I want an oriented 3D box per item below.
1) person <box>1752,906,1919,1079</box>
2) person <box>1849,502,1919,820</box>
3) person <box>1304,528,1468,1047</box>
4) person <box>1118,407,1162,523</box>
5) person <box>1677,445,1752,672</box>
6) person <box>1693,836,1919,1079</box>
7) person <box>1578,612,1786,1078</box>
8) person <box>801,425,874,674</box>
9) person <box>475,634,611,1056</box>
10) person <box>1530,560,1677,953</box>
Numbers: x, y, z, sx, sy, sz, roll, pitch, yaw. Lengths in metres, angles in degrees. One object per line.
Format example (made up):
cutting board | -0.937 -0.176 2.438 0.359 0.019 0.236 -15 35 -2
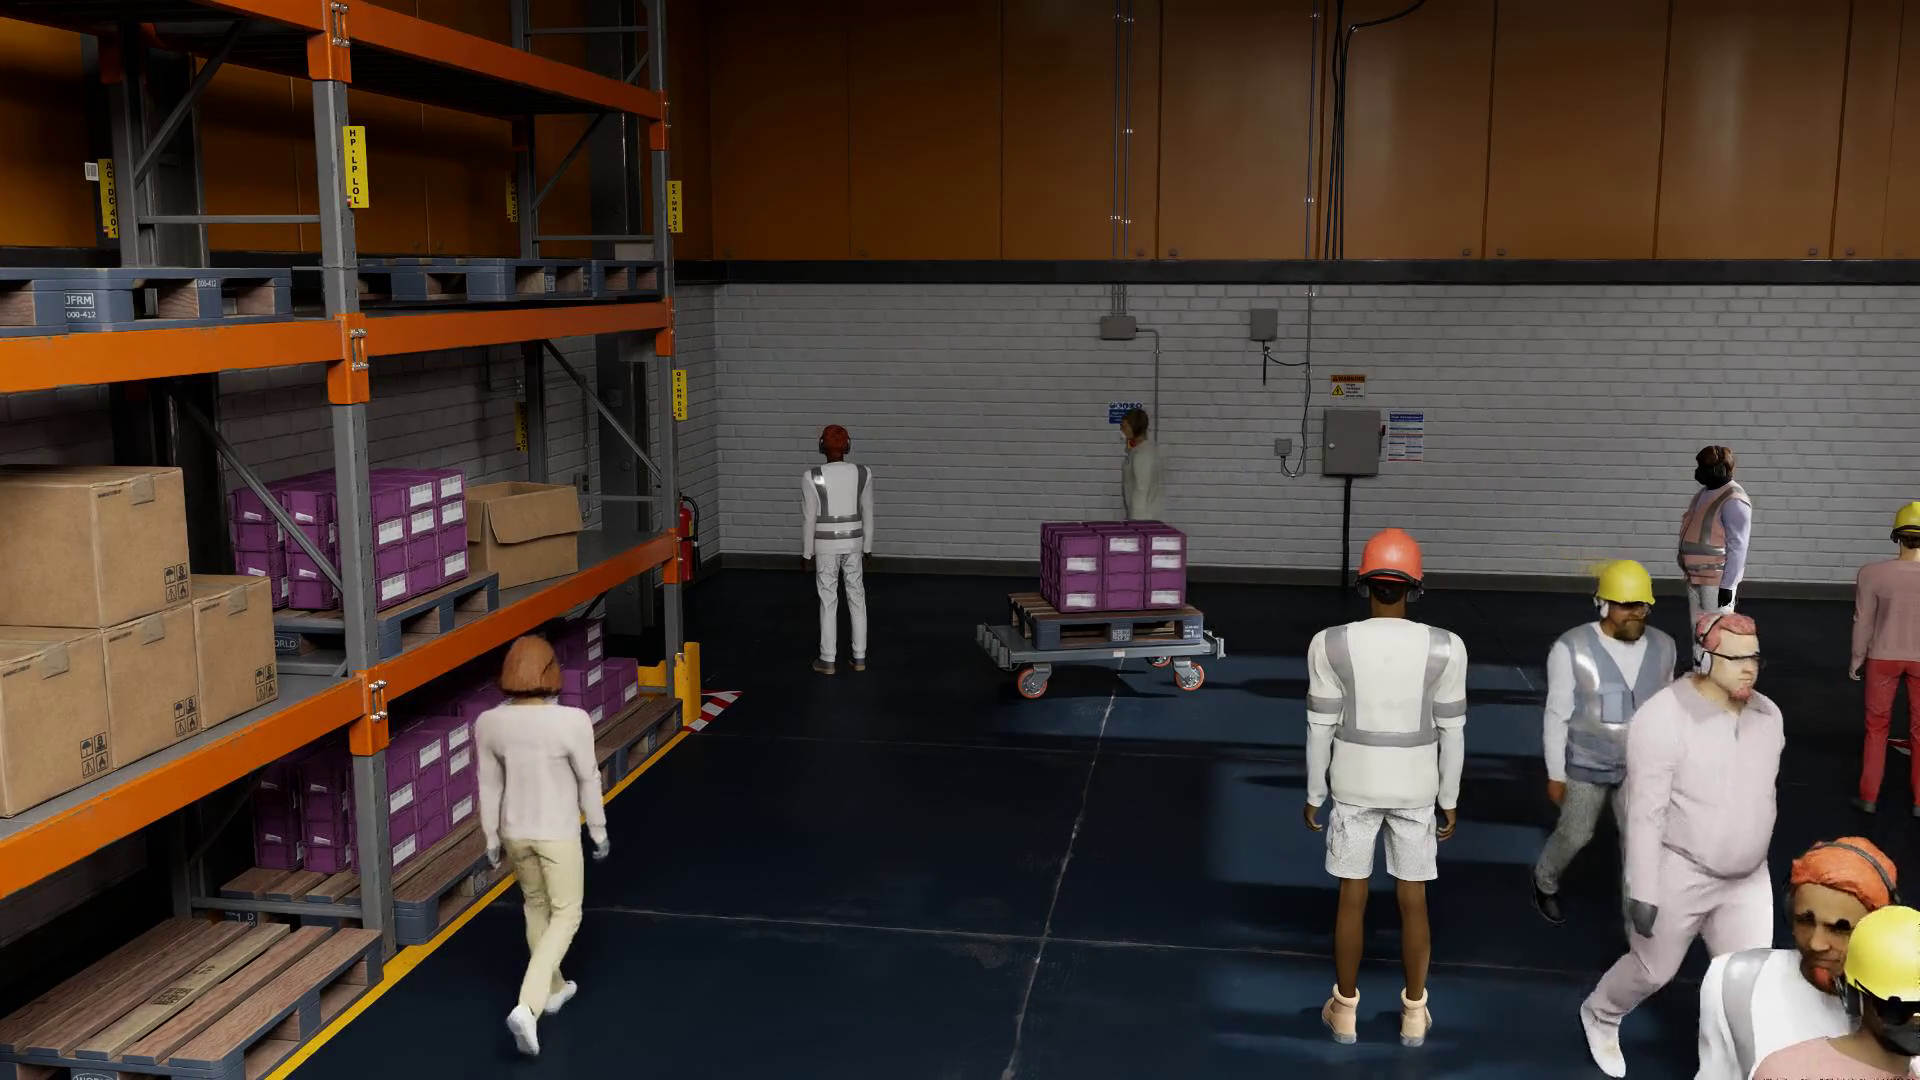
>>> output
person | 1.885 1.601 3.465 0.528 1.767 0.329 0 9 0
person | 5.216 0.670 9.211 0.524 1.769 0.314 4 10 22
person | 1.650 0.969 6.511 0.605 2.045 0.376 2 9 9
person | 1.436 -0.129 13.654 0.471 1.921 0.664 1 9 5
person | 5.177 0.263 11.489 0.429 1.841 0.633 0 9 2
person | 1.888 1.527 3.629 0.584 1.870 0.522 7 12 38
person | 2.601 1.156 5.907 0.644 1.876 0.936 -2 9 -13
person | -0.923 0.071 12.542 0.573 1.883 0.353 -4 10 -23
person | -1.674 1.174 6.550 0.500 1.610 0.710 2 10 14
person | 2.858 0.950 7.409 0.606 1.801 0.877 -1 9 -4
